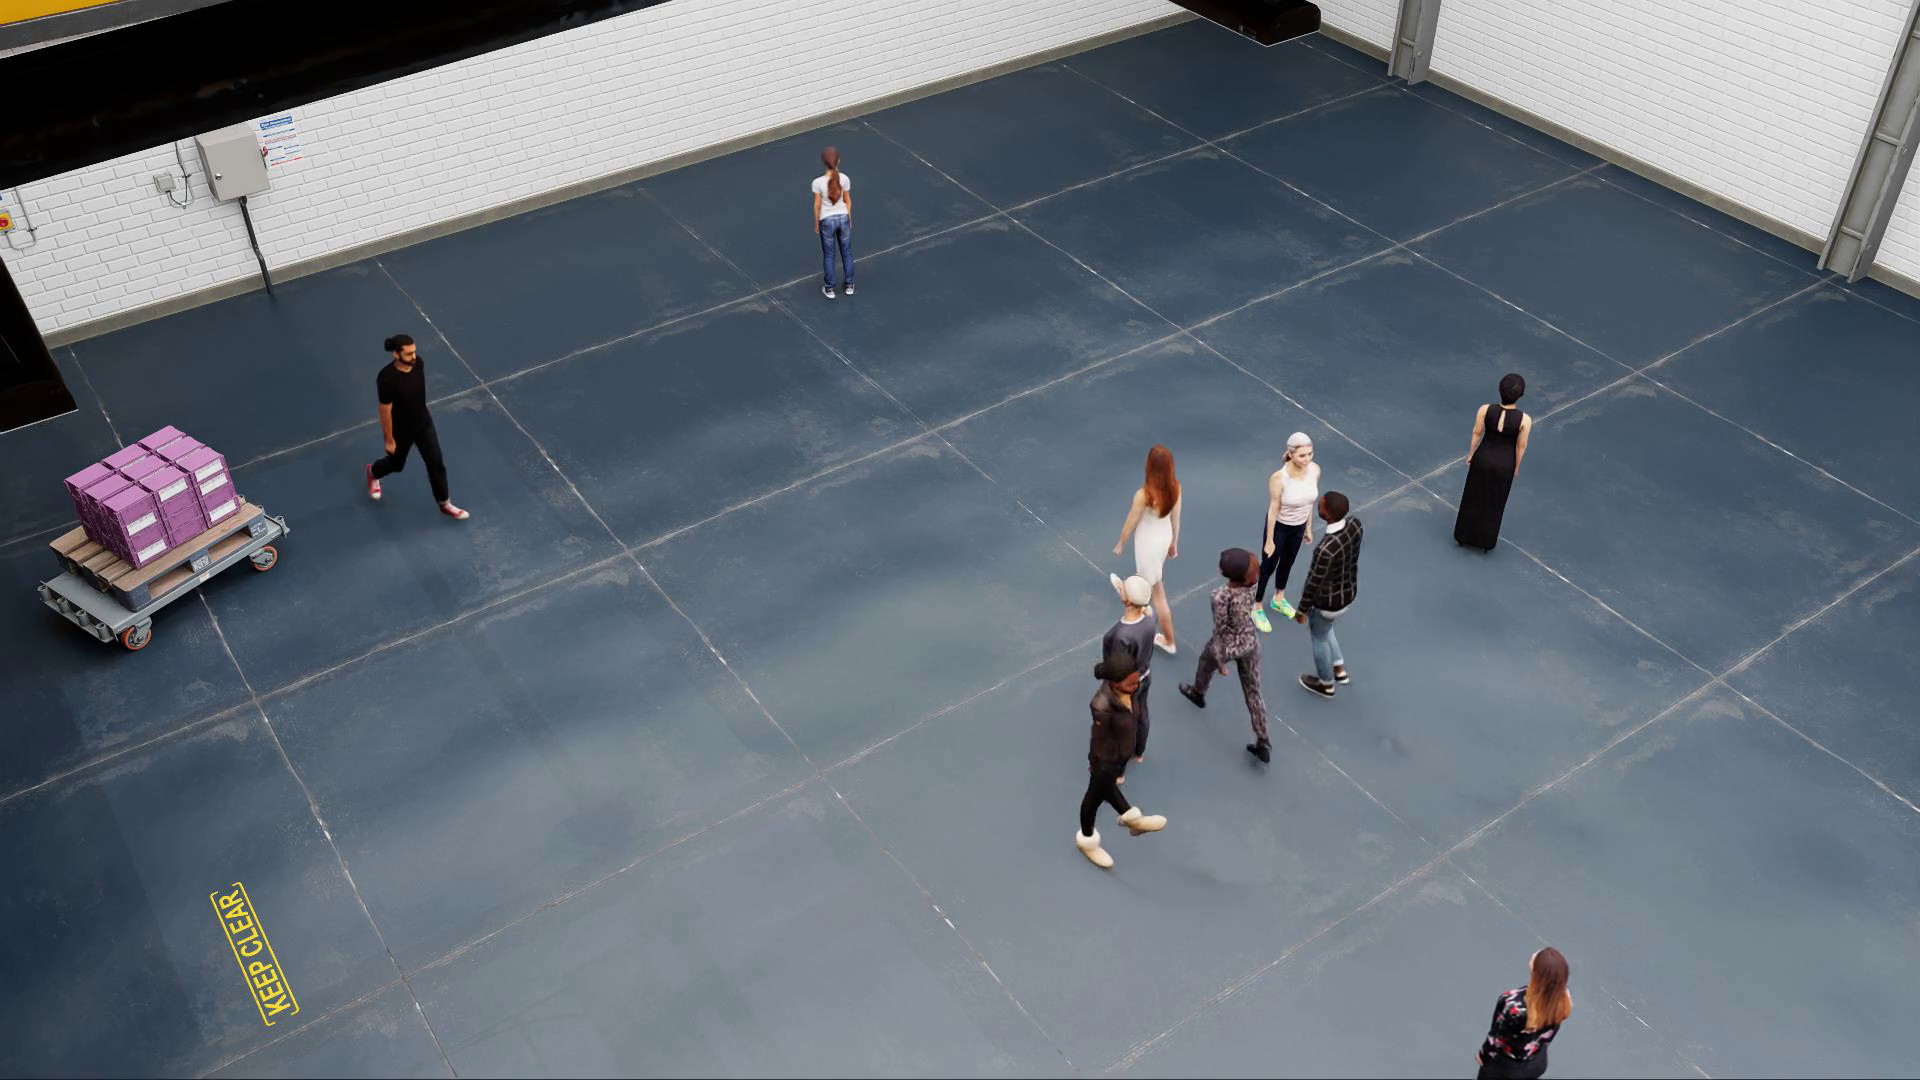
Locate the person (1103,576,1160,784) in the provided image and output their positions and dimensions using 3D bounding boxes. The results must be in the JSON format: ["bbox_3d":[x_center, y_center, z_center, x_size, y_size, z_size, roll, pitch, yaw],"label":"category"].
[{"bbox_3d":[1.129,0.915,11.100,0.607,1.726,0.653,28,46,30],"label":"person"}]

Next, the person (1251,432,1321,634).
[{"bbox_3d":[2.420,-0.089,12.377,0.601,1.702,0.538,-21,43,-24],"label":"person"}]

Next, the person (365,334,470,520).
[{"bbox_3d":[-4.535,-0.934,13.436,1.304,1.701,1.029,20,43,23],"label":"person"}]

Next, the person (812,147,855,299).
[{"bbox_3d":[-1.230,-3.121,16.285,0.602,1.565,0.615,-10,40,-12],"label":"person"}]

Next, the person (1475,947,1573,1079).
[{"bbox_3d":[2.977,2.751,8.836,0.603,1.683,0.569,-15,41,-18],"label":"person"}]

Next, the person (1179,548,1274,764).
[{"bbox_3d":[1.921,0.791,11.309,0.680,1.659,1.211,-19,42,-22],"label":"person"}]

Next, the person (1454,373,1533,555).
[{"bbox_3d":[4.194,-0.592,13.091,0.615,1.598,0.717,17,42,20],"label":"person"}]

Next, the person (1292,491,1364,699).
[{"bbox_3d":[2.664,0.451,11.624,0.749,1.798,0.736,-30,47,-32],"label":"person"}]

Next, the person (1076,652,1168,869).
[{"bbox_3d":[1.060,1.390,10.556,0.839,1.664,0.728,-25,45,-28],"label":"person"}]

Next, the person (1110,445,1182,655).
[{"bbox_3d":[1.460,0.107,12.168,0.630,1.658,1.151,-21,43,-24],"label":"person"}]
